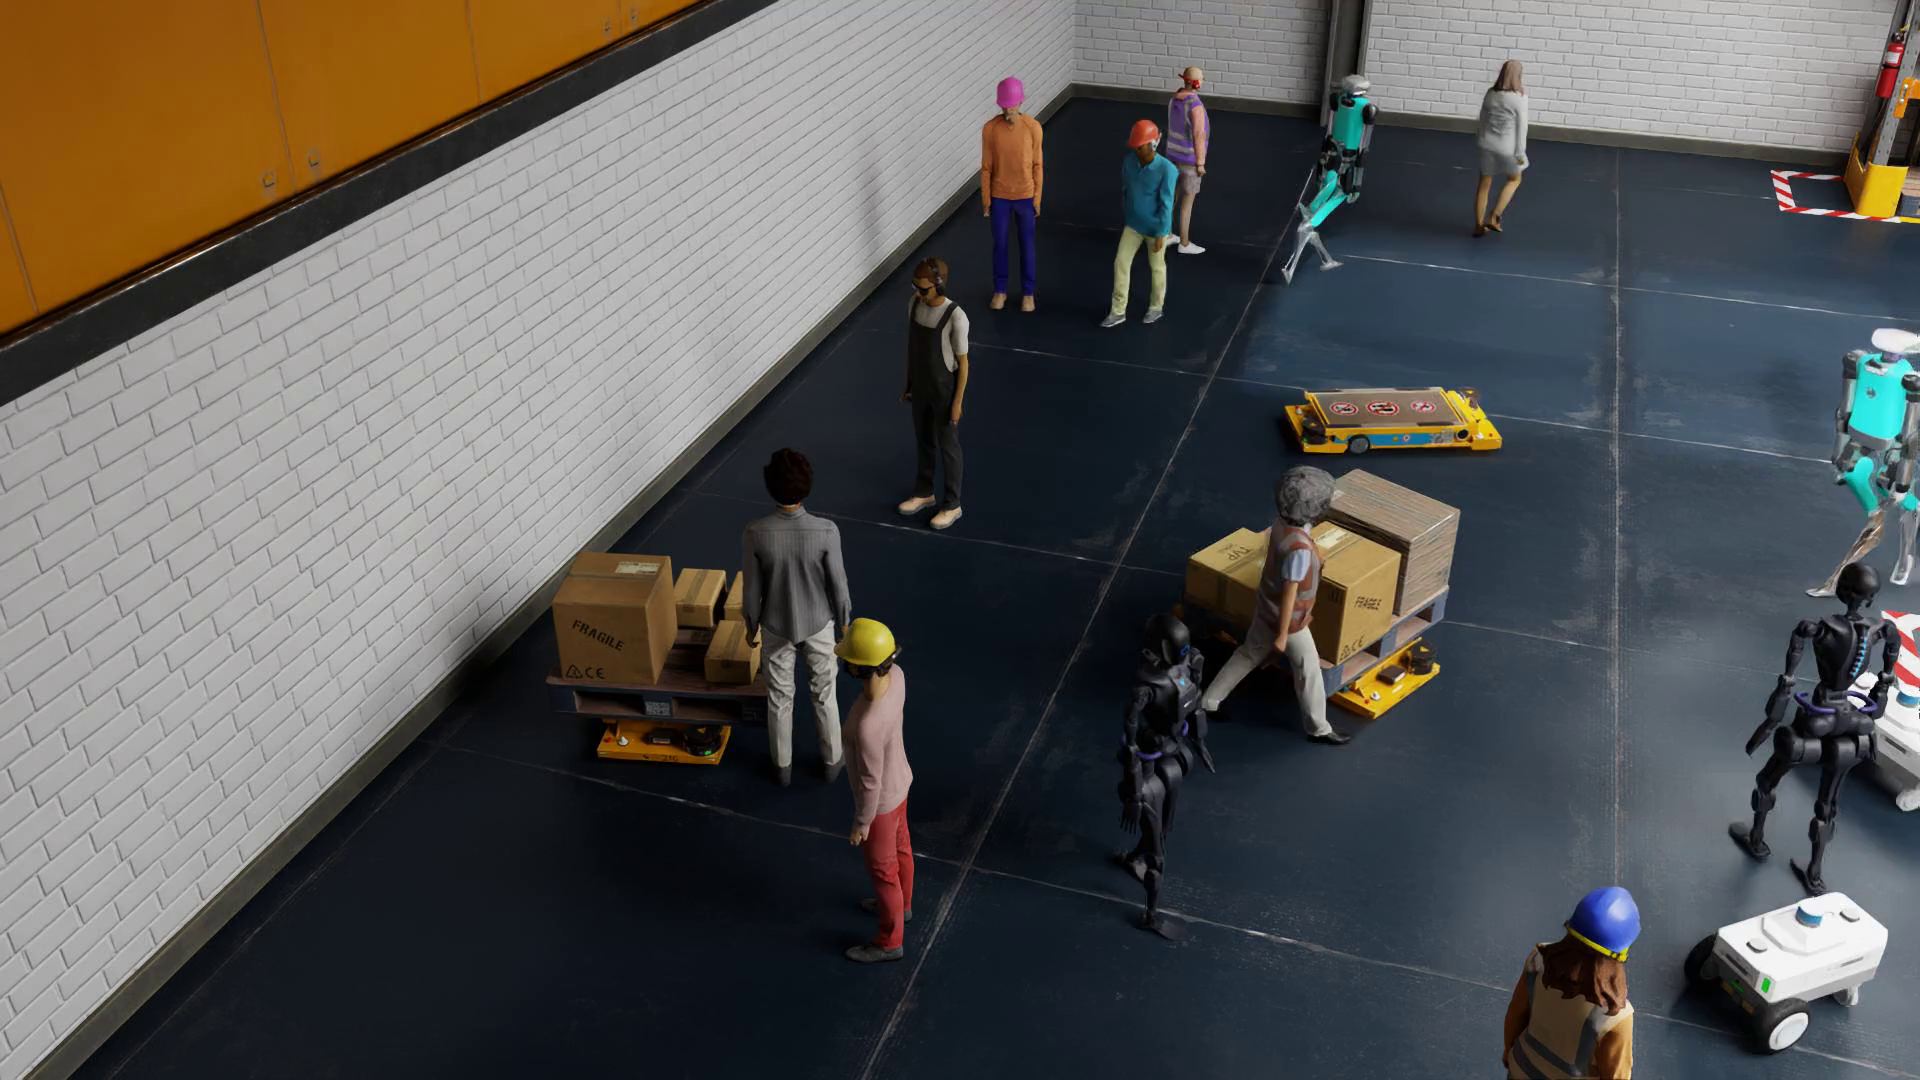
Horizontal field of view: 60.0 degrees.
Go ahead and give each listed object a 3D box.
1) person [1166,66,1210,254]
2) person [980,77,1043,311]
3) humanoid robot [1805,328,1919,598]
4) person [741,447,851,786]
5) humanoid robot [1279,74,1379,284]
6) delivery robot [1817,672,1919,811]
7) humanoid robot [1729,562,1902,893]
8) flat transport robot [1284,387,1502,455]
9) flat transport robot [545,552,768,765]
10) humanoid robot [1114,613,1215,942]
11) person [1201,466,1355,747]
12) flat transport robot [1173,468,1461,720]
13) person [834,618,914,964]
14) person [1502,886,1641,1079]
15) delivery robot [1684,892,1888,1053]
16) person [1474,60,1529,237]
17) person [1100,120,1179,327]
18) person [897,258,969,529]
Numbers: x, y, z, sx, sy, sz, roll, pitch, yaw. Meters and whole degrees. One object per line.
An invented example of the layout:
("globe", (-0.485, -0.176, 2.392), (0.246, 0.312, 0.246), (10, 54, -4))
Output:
("person", (2.039, -3.436, 15.063), (0.348, 1.693, 0.492), (-16, 34, -25))
("person", (0.427, -2.869, 13.831), (0.521, 1.972, 0.405), (3, 31, 6))
("humanoid robot", (5.632, -0.487, 10.023), (0.930, 1.773, 0.586), (-15, 34, -24))
("person", (-0.813, 0.417, 8.308), (0.547, 1.897, 0.382), (-2, 30, -3))
("humanoid robot", (3.095, -3.089, 14.479), (0.904, 1.809, 0.549), (-16, 34, -26))
("delivery robot", (4.833, 1.008, 8.632), (0.517, 0.599, 0.770), (-12, 32, -19))
("humanoid robot", (4.033, 0.861, 7.785), (0.609, 1.628, 0.544), (-2, 31, -4))
("flat transport robot", (3.140, -0.868, 12.102), (1.431, 0.231, 0.659), (-1, 30, -2))
("flat transport robot", (-1.527, 0.750, 9.350), (0.659, 0.231, 1.431), (3, 31, 5))
("humanoid robot", (0.920, 1.013, 7.552), (0.571, 1.640, 0.595), (25, 39, 36))
("person", (1.663, 0.357, 8.666), (0.848, 1.652, 0.451), (-1, 30, -2))
("flat transport robot", (2.003, 0.550, 9.690), (0.659, 0.231, 1.431), (-26, 39, -37))
("person", (-0.373, 1.098, 7.279), (0.313, 1.769, 0.523), (6, 31, 10))
("person", (2.119, 1.924, 5.863), (0.315, 1.776, 0.483), (-18, 35, -28))
("delivery robot", (3.622, 1.814, 7.250), (0.734, 0.587, 0.525), (-11, 32, -18))
("person", (5.005, -3.616, 15.405), (0.524, 1.644, 0.386), (24, 38, 35))
("person", (1.460, -2.541, 13.517), (0.564, 1.720, 0.741), (23, 37, 34))
("person", (-0.169, -0.949, 10.692), (0.503, 1.839, 0.345), (26, 39, 37))
